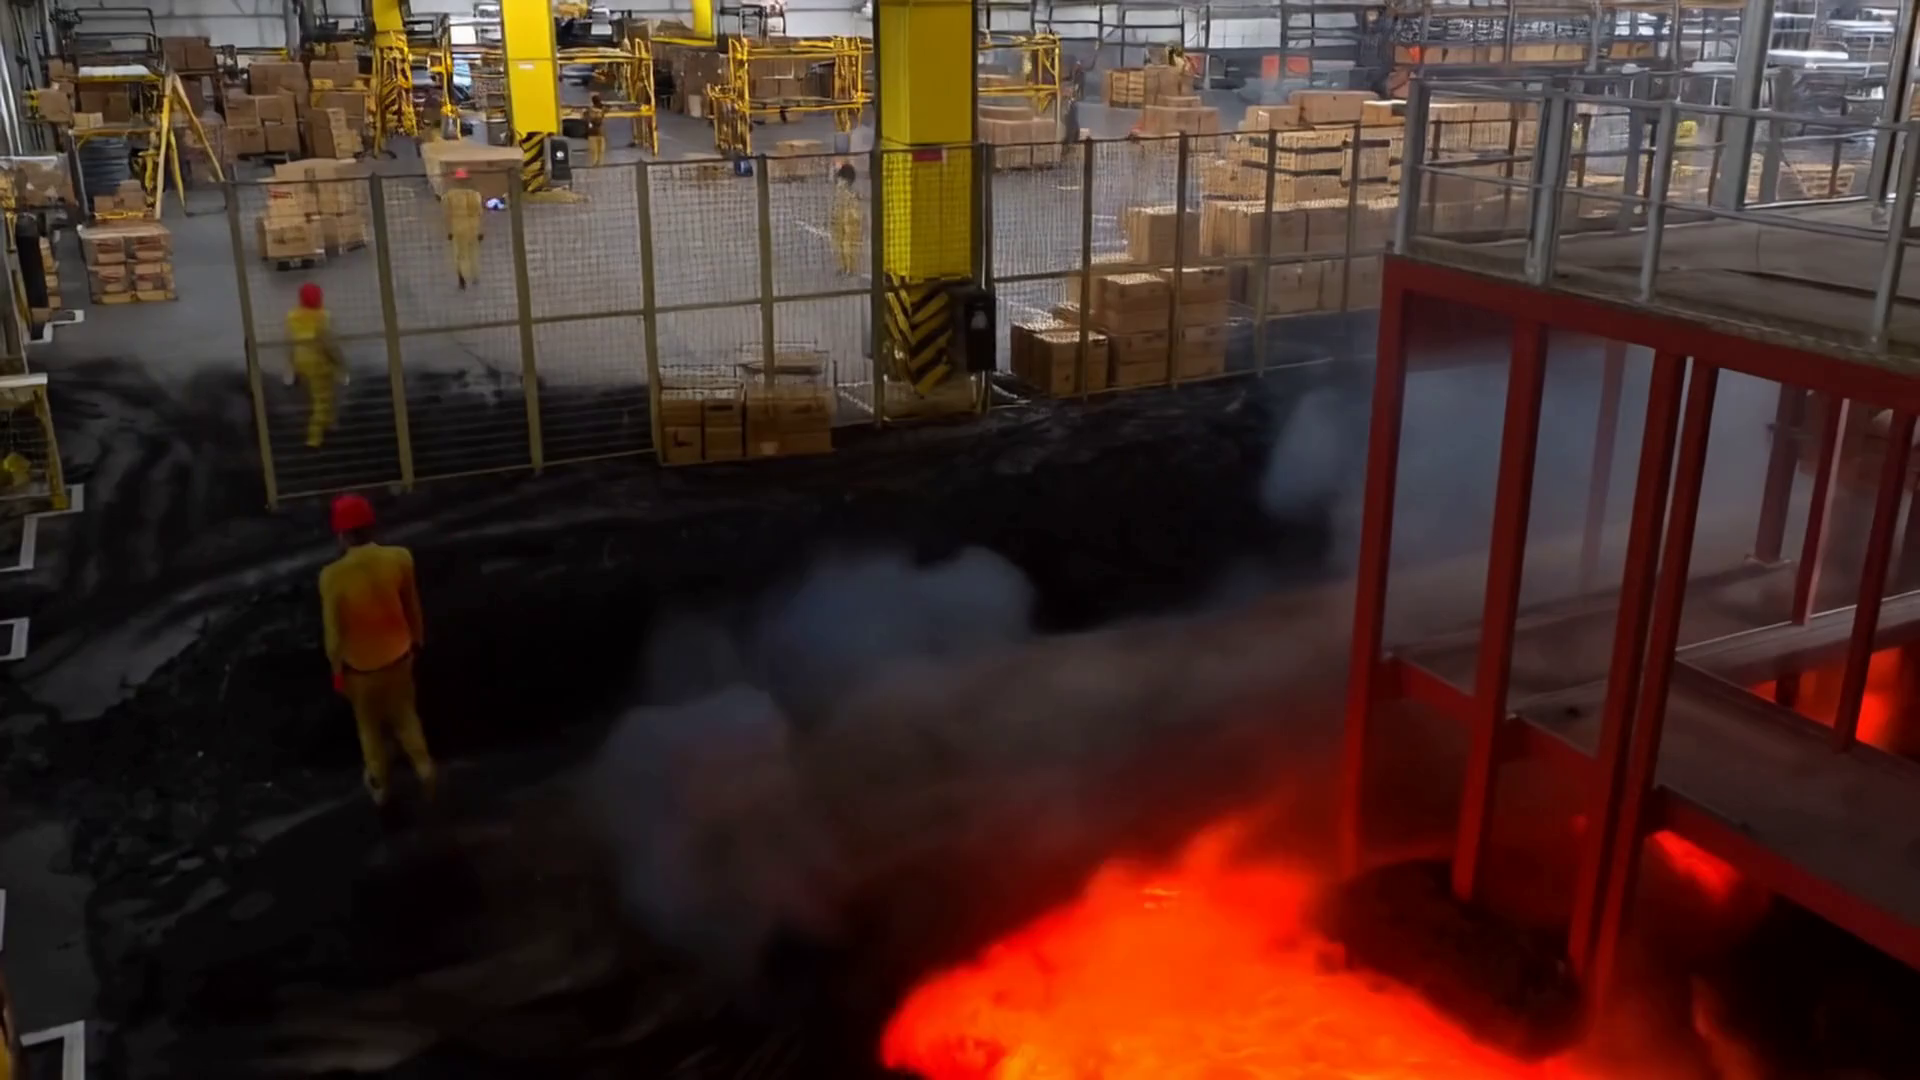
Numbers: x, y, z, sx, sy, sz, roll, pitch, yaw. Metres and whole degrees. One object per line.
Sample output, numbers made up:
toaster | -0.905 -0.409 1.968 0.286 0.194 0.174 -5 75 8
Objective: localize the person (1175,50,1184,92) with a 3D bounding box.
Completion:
person | 8.430 -17.922 64.141 0.556 1.880 0.650 0 19 1

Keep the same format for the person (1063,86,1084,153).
person | 3.145 -11.556 45.772 0.793 1.815 0.519 16 25 38

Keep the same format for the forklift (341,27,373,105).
forklift | -22.275 -17.346 60.954 1.873 2.768 1.129 -9 21 -25

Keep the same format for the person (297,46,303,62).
person | -28.621 -20.875 72.680 0.630 1.901 0.995 0 19 0

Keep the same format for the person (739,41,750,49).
person | -9.245 -20.383 71.179 0.636 1.939 0.363 -7 20 -18

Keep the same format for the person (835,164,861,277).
person | -1.866 -5.320 27.666 0.430 1.841 0.624 -1 19 -3

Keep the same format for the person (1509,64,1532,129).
person | 17.792 -14.147 52.947 0.921 2.000 0.681 8 21 23

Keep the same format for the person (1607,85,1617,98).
person | 17.750 -11.483 45.484 0.537 1.869 0.312 -9 21 -24

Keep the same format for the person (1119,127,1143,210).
person | 3.613 -7.845 35.150 0.503 1.726 0.404 5 20 14

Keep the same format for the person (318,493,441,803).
person | -3.516 0.674 10.083 0.625 1.972 0.827 -16 25 -39

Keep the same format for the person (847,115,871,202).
person | -2.253 -8.317 36.302 1.108 1.867 0.653 7 20 21

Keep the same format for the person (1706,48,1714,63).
person | 32.532 -20.583 72.286 0.852 1.589 0.510 3 19 9

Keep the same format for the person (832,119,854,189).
person | -2.617 -8.609 37.429 0.534 1.692 0.321 7 20 20

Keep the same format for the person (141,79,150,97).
person | -25.099 -13.429 51.489 0.515 1.634 0.313 9 21 25

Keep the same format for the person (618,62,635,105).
person | -12.127 -16.677 60.537 0.590 1.878 1.020 -6 20 -16

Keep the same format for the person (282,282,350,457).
person | -6.796 -1.807 17.547 0.643 1.806 0.935 4 19 12

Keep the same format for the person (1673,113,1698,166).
person | 16.633 -8.995 38.181 0.416 1.926 0.561 -15 24 -36

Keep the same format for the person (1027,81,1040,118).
person | 2.035 -12.182 47.583 0.309 1.837 0.702 -13 23 -33

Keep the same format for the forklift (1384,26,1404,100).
forklift | 16.294 -17.847 62.406 1.873 2.768 1.129 -9 21 -25

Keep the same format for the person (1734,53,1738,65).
person | 33.850 -20.594 72.206 0.549 1.655 0.865 18 26 42

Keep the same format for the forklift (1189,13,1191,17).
forklift | 10.527 -23.763 79.555 1.129 2.768 1.873 -9 21 -25

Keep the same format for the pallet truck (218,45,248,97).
pallet truck | -28.879 -18.665 66.111 0.823 1.965 1.885 -3 19 -9

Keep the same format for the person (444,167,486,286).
person | -7.916 -4.998 26.625 0.592 1.910 0.611 -1 19 -3

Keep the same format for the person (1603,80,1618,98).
person | 18.818 -12.512 48.321 0.367 1.966 0.605 -3 19 -10

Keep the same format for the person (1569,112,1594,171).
person | 13.731 -8.555 37.013 0.608 1.855 1.032 10 21 26

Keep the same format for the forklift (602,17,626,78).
forklift | -14.830 -21.538 73.104 1.873 2.768 1.129 -3 19 -9

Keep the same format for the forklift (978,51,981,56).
forklift | 0.043 -24.921 82.913 1.873 2.768 1.129 -9 21 -25

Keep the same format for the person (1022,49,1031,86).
person | 2.874 -20.444 71.838 0.361 1.624 0.527 18 26 41

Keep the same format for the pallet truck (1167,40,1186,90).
pallet truck | 9.045 -19.971 69.895 0.823 1.965 1.885 -3 19 -8

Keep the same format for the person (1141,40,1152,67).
person | 8.283 -21.297 73.977 0.429 1.844 0.623 9 21 23

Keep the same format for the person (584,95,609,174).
person | -9.025 -10.083 41.353 0.585 1.918 0.378 -14 23 -34

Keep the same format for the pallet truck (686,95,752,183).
pallet truck | -5.836 -9.608 39.856 0.823 1.965 1.885 10 22 27

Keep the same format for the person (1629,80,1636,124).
person | 22.200 -14.532 54.481 0.332 1.767 0.525 14 24 36

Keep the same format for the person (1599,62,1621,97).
person | 21.372 -14.713 54.722 0.629 1.943 0.917 7 20 21

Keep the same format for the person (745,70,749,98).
person | -7.262 -15.476 57.091 0.874 1.858 0.579 -8 20 -21

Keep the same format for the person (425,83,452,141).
person | -14.467 -11.694 46.093 0.565 1.860 1.024 -17 25 -40
